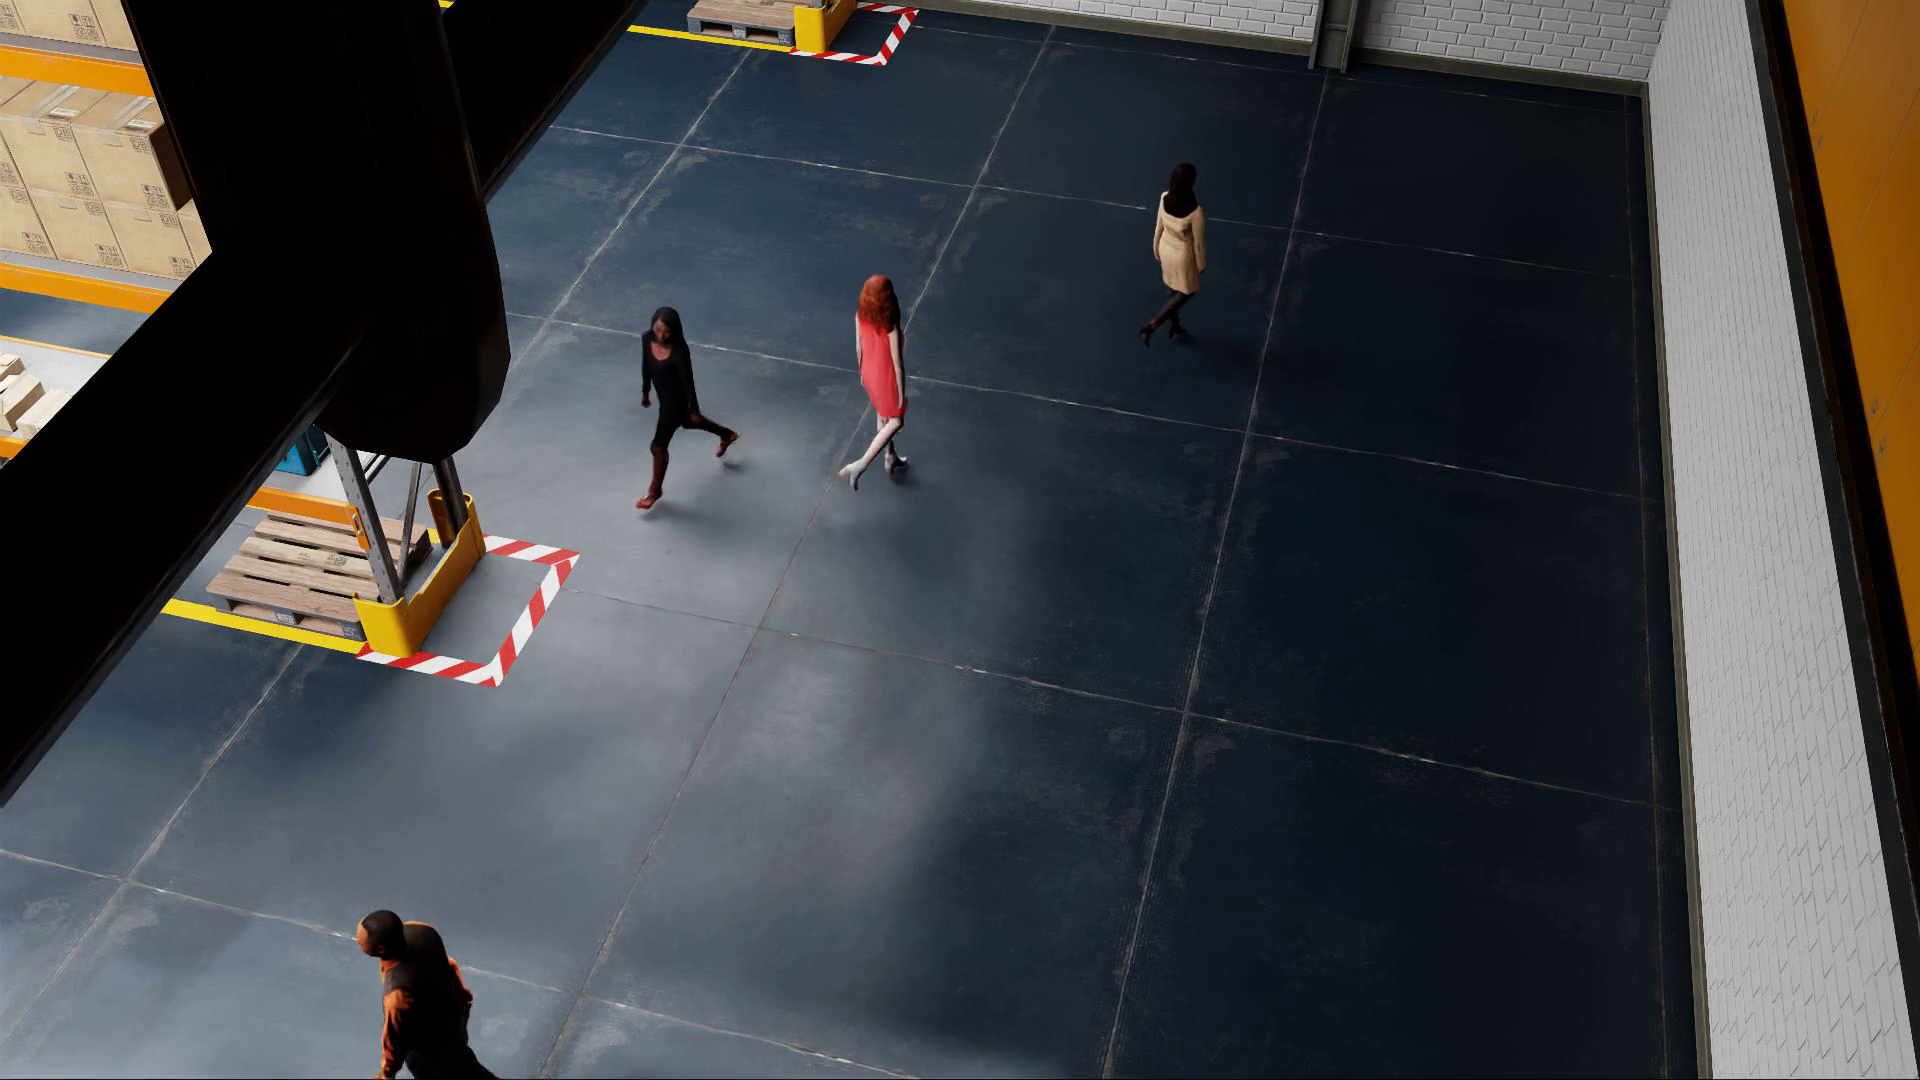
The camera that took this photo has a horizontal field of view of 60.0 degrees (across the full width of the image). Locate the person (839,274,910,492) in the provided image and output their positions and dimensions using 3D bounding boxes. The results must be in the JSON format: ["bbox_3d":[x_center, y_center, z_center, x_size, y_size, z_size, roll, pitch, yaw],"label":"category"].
[{"bbox_3d":[-0.629,-1.090,12.109,0.982,1.807,0.903,31,51,28],"label":"person"}]

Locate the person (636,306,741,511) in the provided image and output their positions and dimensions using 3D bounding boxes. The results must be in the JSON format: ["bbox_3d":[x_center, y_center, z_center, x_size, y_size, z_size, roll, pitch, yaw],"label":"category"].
[{"bbox_3d":[-2.025,-1.037,12.155,1.158,1.667,1.242,-30,51,-28],"label":"person"}]

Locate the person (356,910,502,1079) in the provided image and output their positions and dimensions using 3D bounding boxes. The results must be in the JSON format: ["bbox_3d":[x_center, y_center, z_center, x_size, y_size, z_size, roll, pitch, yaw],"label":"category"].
[{"bbox_3d":[-2.513,2.450,8.342,1.099,1.877,0.956,-8,44,-8],"label":"person"}]

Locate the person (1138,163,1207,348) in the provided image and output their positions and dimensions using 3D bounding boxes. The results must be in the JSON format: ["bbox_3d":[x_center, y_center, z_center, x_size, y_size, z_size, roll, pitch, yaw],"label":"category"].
[{"bbox_3d":[1.712,-2.236,13.414,0.968,1.667,0.941,-30,51,-28],"label":"person"}]
